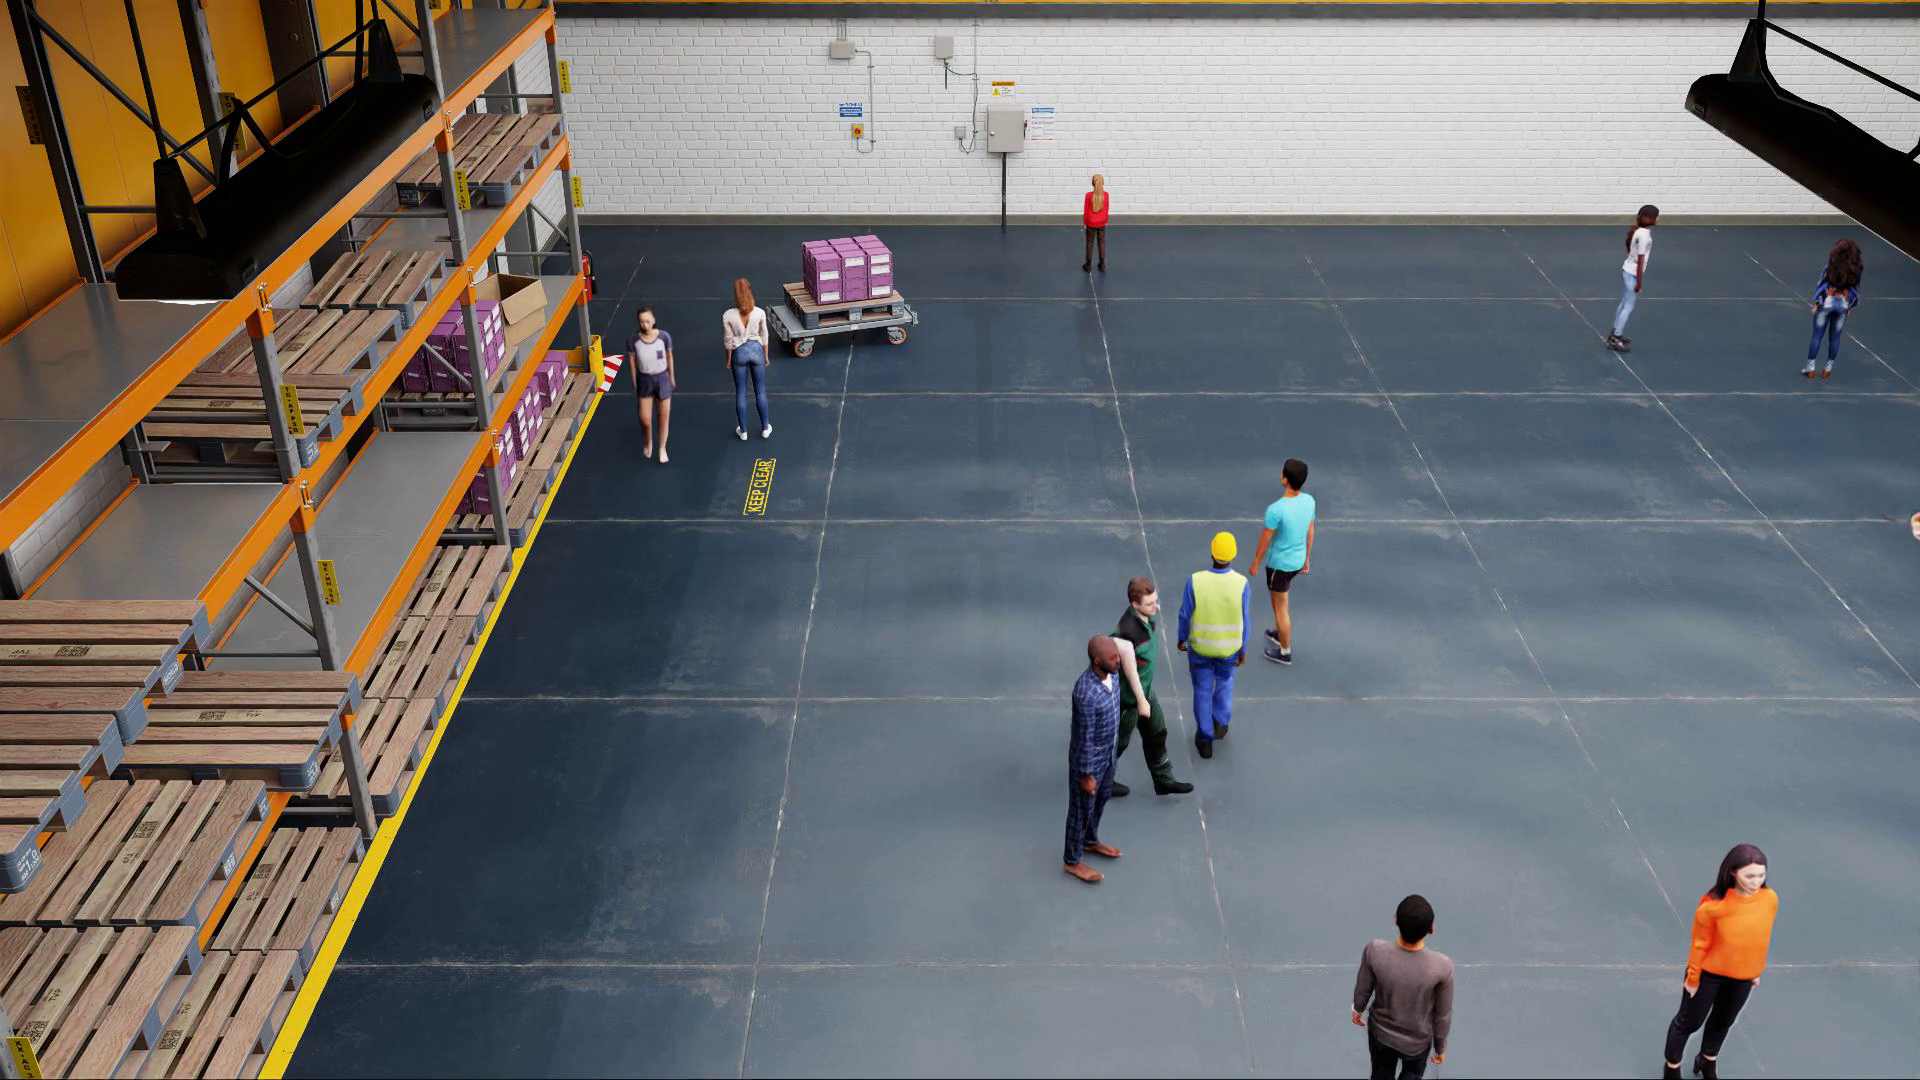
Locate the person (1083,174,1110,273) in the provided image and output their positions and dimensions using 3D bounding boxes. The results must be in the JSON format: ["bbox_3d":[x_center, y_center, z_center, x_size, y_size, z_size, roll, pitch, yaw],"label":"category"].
[{"bbox_3d":[1.769,-4.139,21.687,0.524,1.282,0.543,-6,29,-11],"label":"person"}]

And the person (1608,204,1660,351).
[{"bbox_3d":[7.784,-3.054,19.242,0.689,1.719,0.543,7,29,13],"label":"person"}]

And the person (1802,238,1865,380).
[{"bbox_3d":[9.700,-2.586,18.486,0.664,1.621,0.621,6,29,11],"label":"person"}]

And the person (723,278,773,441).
[{"bbox_3d":[-2.172,-1.860,17.037,0.648,1.733,0.590,-5,29,-10],"label":"person"}]

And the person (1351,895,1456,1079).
[{"bbox_3d":[2.291,2.650,8.743,0.762,1.759,0.740,8,30,14],"label":"person"}]

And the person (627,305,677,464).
[{"bbox_3d":[-3.063,-1.573,16.609,0.659,1.640,0.667,-7,29,-12],"label":"person"}]

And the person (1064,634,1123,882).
[{"bbox_3d":[0.875,1.403,10.968,0.815,1.817,0.711,15,32,26],"label":"person"}]

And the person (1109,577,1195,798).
[{"bbox_3d":[1.112,1.048,11.625,0.937,1.811,1.001,12,31,21],"label":"person"}]

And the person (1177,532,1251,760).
[{"bbox_3d":[1.846,0.802,12.086,0.656,1.802,0.652,-1,29,-1],"label":"person"}]

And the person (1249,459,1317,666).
[{"bbox_3d":[2.646,0.220,13.197,0.783,1.760,0.834,-20,34,-32],"label":"person"}]

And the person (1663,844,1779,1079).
[{"bbox_3d":[4.214,2.392,9.227,0.651,1.748,0.601,-5,29,-9],"label":"person"}]
